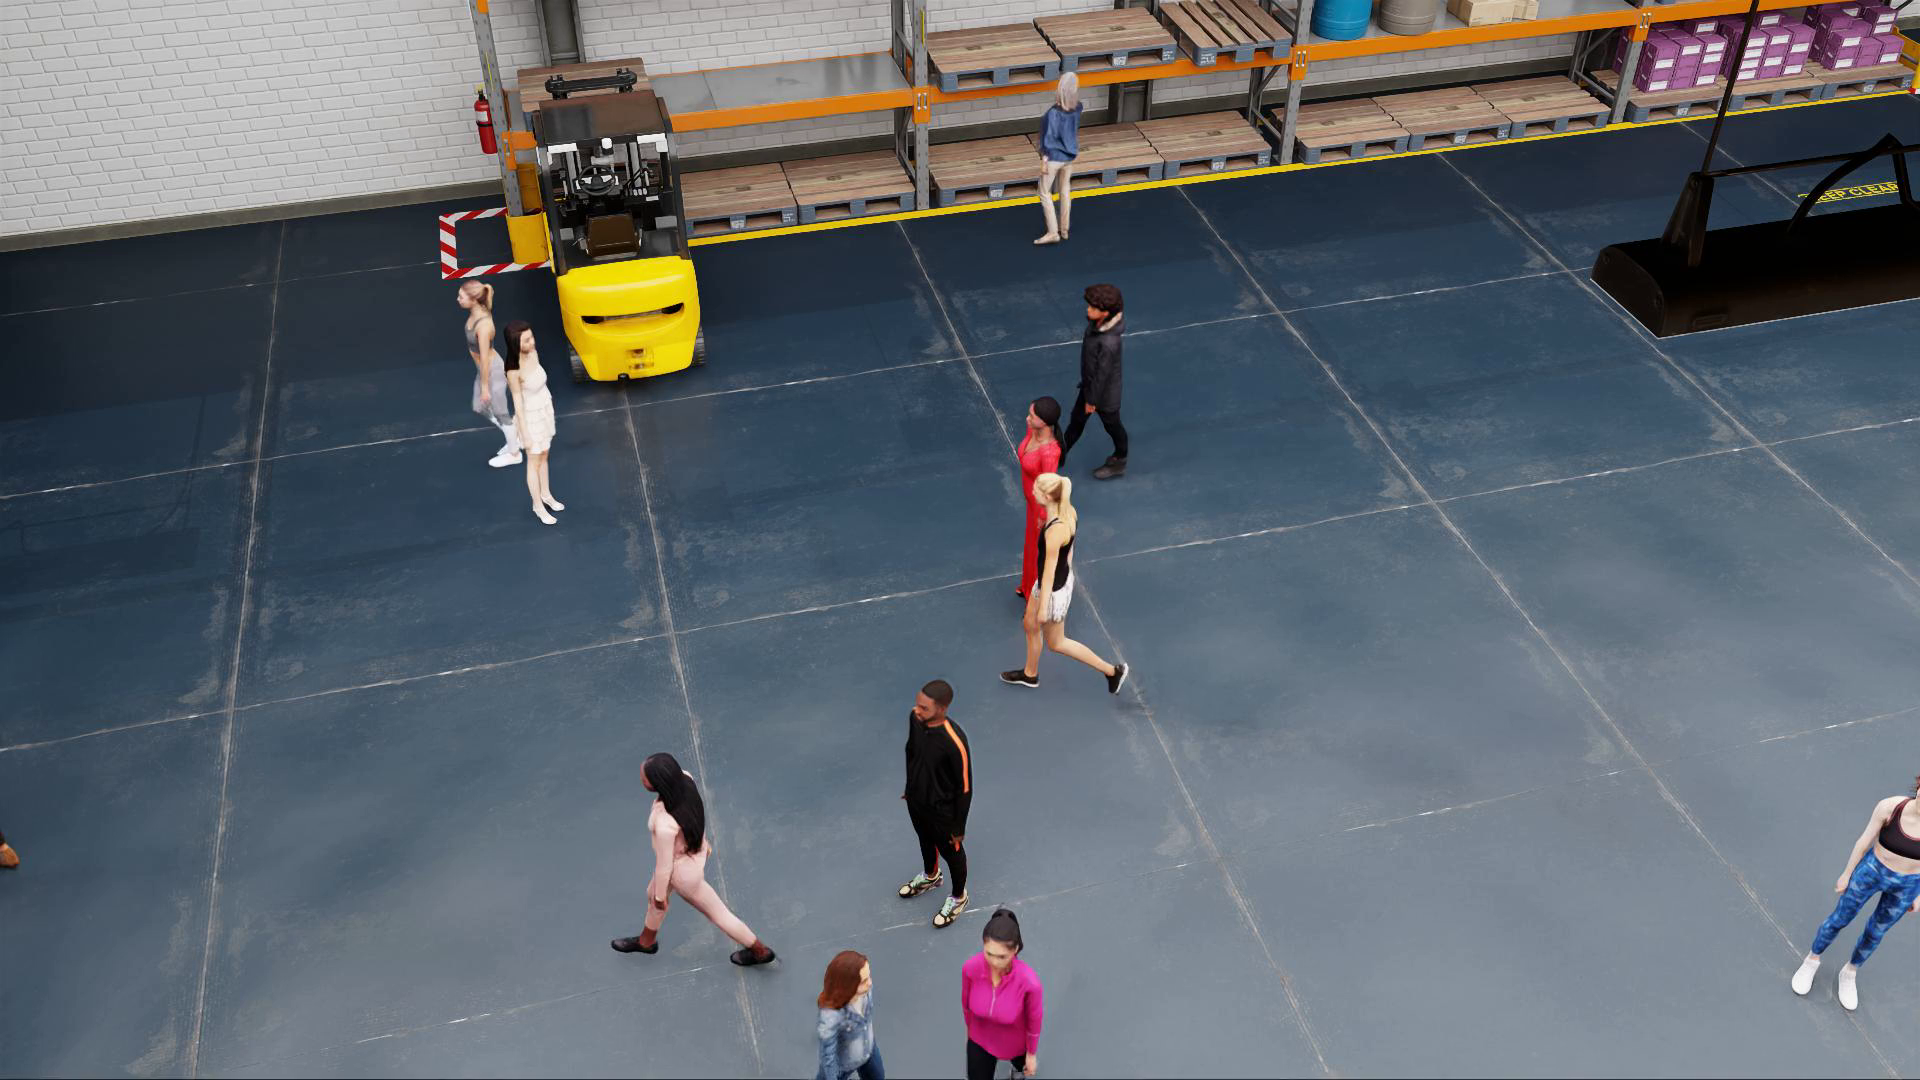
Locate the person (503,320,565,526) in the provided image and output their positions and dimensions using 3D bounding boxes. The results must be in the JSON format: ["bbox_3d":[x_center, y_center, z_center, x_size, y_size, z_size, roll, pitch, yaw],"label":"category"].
[{"bbox_3d":[-3.202,-0.888,12.482,0.674,1.735,0.654,9,39,11],"label":"person"}]

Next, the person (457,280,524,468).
[{"bbox_3d":[-3.593,-1.307,13.035,0.611,1.699,0.616,-13,40,-16],"label":"person"}]

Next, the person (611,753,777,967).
[{"bbox_3d":[-1.421,1.825,9.139,1.260,1.667,0.870,2,39,2],"label":"person"}]

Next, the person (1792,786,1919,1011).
[{"bbox_3d":[4.994,1.870,8.996,0.661,1.785,0.731,15,41,18],"label":"person"}]

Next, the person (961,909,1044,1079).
[{"bbox_3d":[0.243,2.442,8.373,1.114,1.669,0.993,8,39,10],"label":"person"}]

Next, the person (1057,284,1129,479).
[{"bbox_3d":[1.176,-1.198,12.864,1.037,1.741,0.679,-7,39,-9],"label":"person"}]

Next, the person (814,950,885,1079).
[{"bbox_3d":[-0.638,2.564,8.374,0.989,1.466,0.948,26,46,29],"label":"person"}]

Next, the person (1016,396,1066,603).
[{"bbox_3d":[0.588,-0.237,11.633,0.590,1.786,0.641,-11,40,-13],"label":"person"}]

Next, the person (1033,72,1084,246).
[{"bbox_3d":[0.967,-3.671,16.016,0.894,1.683,0.758,23,44,26],"label":"person"}]

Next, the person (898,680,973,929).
[{"bbox_3d":[-0.123,1.475,9.465,0.691,1.807,0.708,-29,47,-31],"label":"person"}]

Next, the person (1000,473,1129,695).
[{"bbox_3d":[0.710,0.341,10.883,1.193,1.809,0.940,7,39,9],"label":"person"}]
